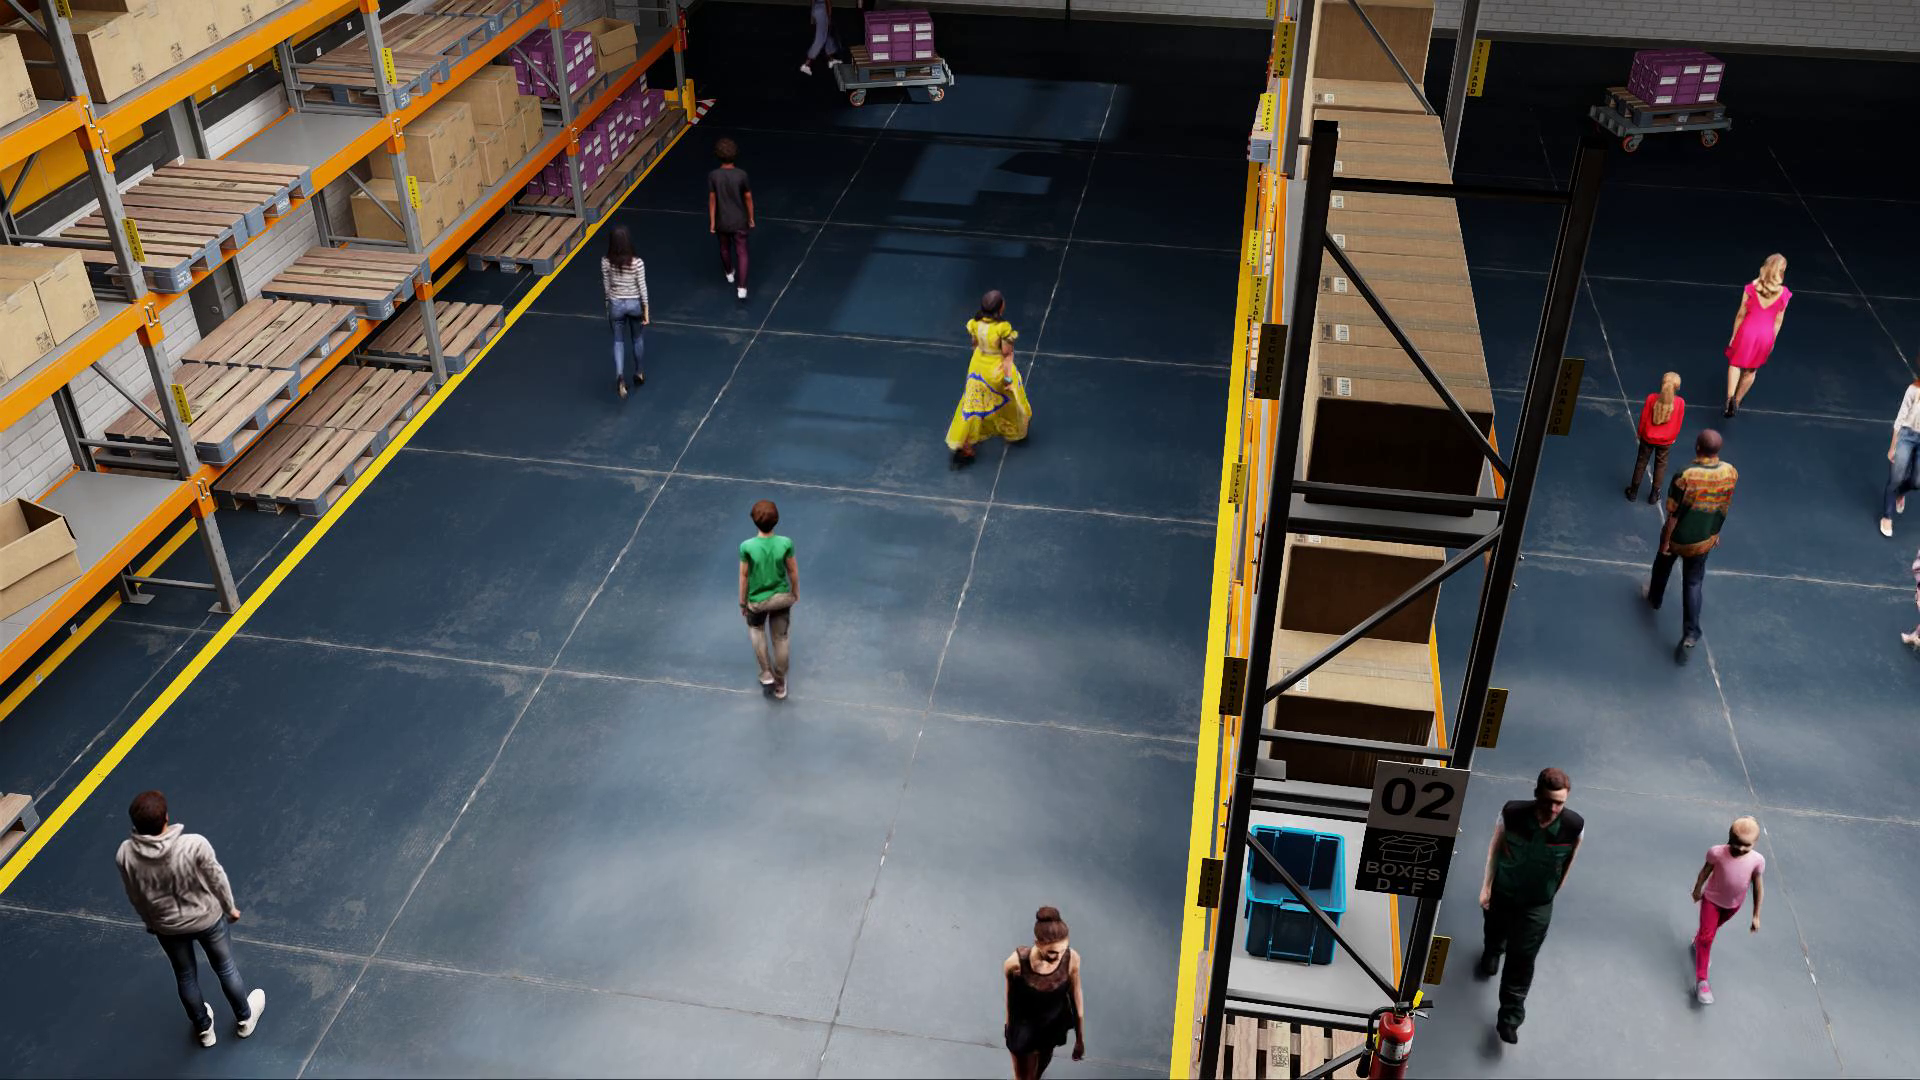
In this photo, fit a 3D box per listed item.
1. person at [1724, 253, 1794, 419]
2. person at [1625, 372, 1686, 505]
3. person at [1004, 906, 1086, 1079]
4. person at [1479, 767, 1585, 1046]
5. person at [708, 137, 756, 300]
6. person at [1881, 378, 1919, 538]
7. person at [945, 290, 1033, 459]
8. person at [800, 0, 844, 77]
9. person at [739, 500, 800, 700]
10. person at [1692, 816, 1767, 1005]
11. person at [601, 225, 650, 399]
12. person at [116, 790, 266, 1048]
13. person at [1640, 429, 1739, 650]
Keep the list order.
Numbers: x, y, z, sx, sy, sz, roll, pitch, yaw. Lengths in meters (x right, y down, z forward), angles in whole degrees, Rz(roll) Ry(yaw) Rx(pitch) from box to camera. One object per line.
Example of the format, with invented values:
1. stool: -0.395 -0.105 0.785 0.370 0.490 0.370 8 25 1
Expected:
1. person: 7.533 -1.874 15.779 0.678 1.713 0.859 13 36 18
2. person: 6.175 -0.915 14.727 0.528 1.281 0.545 12 35 17
3. person: 0.431 2.568 9.146 0.774 1.658 0.982 -7 34 -10
4. person: 3.317 2.017 9.863 0.769 1.783 1.180 11 35 16
5. person: -2.489 -3.477 18.152 0.824 1.756 1.184 -2 34 -3
6. person: 8.158 -0.868 14.267 0.623 1.713 0.760 7 34 11
7. person: 0.236 -1.480 15.273 1.128 1.618 1.438 22 39 29
8. person: -2.102 -7.679 24.566 1.164 1.654 1.032 -28 42 -35
9. person: -1.398 0.488 12.294 0.712 1.639 0.735 -8 34 -11
10. person: 4.651 2.140 10.165 0.509 1.243 0.836 4 34 6
11. person: -3.268 -2.178 16.185 0.692 1.771 1.006 1 34 2
12. person: -4.446 2.178 9.557 0.752 1.853 0.737 -10 35 -14
13. person: 5.683 0.016 12.881 0.838 1.773 1.266 1 34 1
